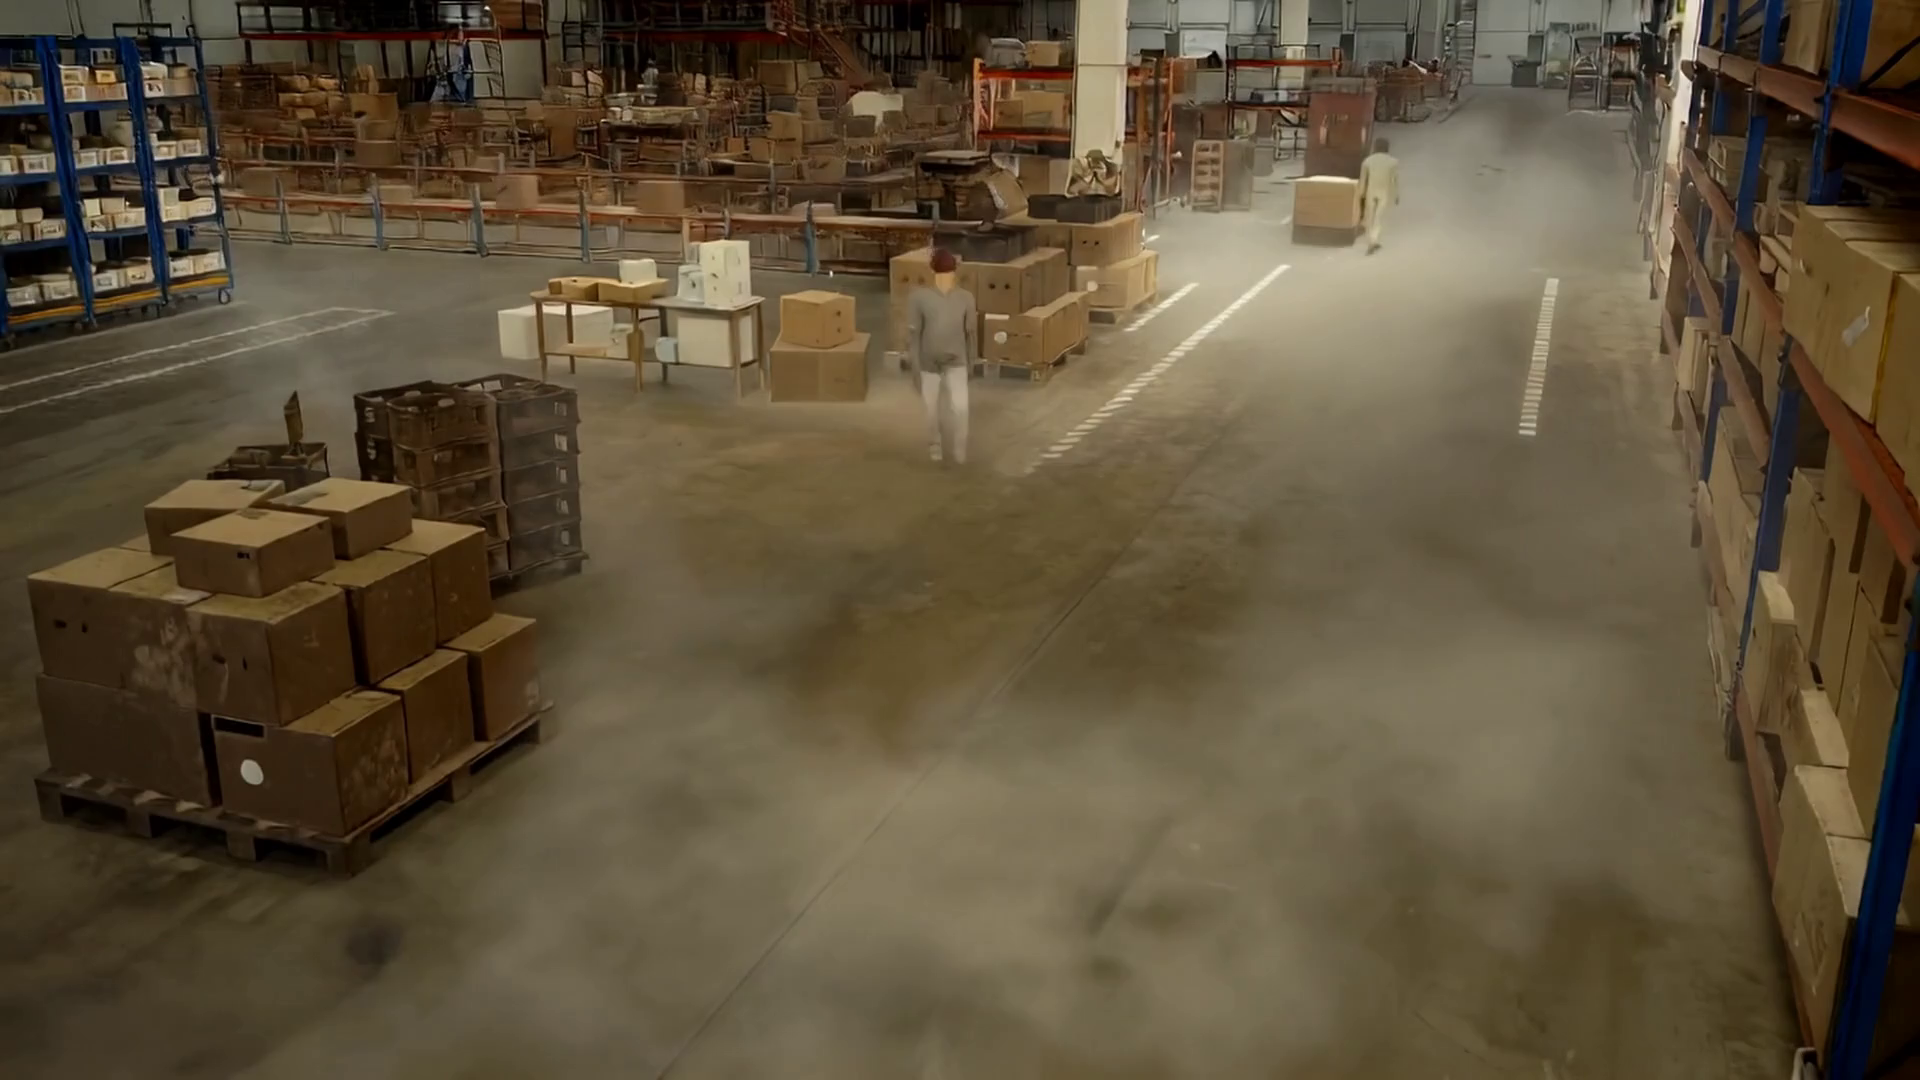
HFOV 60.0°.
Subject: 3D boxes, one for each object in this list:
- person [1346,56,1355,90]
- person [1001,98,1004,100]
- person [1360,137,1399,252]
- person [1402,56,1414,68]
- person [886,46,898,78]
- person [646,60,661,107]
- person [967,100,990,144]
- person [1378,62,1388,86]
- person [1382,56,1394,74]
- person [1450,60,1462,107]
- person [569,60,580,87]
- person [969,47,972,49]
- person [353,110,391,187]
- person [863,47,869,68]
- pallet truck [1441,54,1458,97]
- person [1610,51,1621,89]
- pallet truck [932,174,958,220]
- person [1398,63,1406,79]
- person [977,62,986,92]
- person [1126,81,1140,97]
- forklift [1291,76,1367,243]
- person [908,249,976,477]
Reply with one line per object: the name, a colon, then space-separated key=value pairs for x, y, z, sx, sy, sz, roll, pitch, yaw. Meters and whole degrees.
person: x=20.025 y=-23.975 z=85.414 sx=0.530 sy=1.692 sz=0.322 roll=-14 pitch=22 yaw=-36
person: x=1.075 y=-11.139 z=45.131 sx=0.525 sy=1.663 sz=0.850 roll=8 pitch=19 yaw=23
person: x=6.963 y=-5.751 z=27.798 sx=0.636 sy=1.916 sz=0.755 roll=12 pitch=21 yaw=33
person: x=21.356 y=-22.199 z=79.593 sx=0.621 sy=1.845 sz=0.429 roll=-3 pitch=18 yaw=-10
person: x=-4.171 y=-29.158 z=101.256 sx=0.769 sy=1.965 sz=0.613 roll=5 pitch=18 yaw=16
person: x=-12.372 y=-18.324 z=67.106 sx=0.605 sy=2.034 sz=0.397 roll=-10 pitch=20 yaw=-29
person: x=0.530 y=-10.097 z=41.632 sx=0.617 sy=1.796 sz=0.839 roll=7 pitch=19 yaw=20
person: x=19.219 y=-20.787 z=75.387 sx=0.489 sy=1.693 sz=0.913 roll=-12 pitch=21 yaw=-33
person: x=19.668 y=-21.246 z=76.440 sx=0.372 sy=1.940 sz=0.632 roll=-16 pitch=23 yaw=-40
person: x=20.955 y=-19.279 z=70.265 sx=0.379 sy=1.937 sz=0.629 roll=-1 pitch=18 yaw=-2
person: x=-16.805 y=-19.995 z=72.597 sx=0.355 sy=1.885 sz=0.576 roll=11 pitch=21 yaw=32
person: x=0.567 y=-27.525 z=96.175 sx=0.369 sy=1.933 sz=0.551 roll=13 pitch=22 yaw=35
person: x=-13.634 y=-9.023 z=38.364 sx=0.804 sy=1.736 sz=0.531 roll=-5 pitch=18 yaw=-14
person: x=-5.705 y=-28.743 z=100.166 sx=0.430 sy=1.838 sz=0.619 roll=7 pitch=19 yaw=22
pallet truck: x=22.765 y=-21.886 z=78.355 sx=0.823 sy=1.965 sz=1.885 roll=-4 pitch=18 yaw=-14
person: x=33.523 y=-24.008 z=85.112 sx=0.545 sy=1.943 sz=0.347 roll=3 pitch=18 yaw=8
pallet truck: x=-0.507 y=-5.292 z=27.348 sx=0.653 sy=1.274 sz=1.630 roll=6 pitch=19 yaw=19
person: x=18.165 y=-18.659 z=68.463 sx=0.418 sy=1.855 sz=0.527 roll=-4 pitch=18 yaw=-12
person: x=0.811 y=-17.935 z=65.947 sx=0.396 sy=1.992 sz=0.623 roll=-2 pitch=18 yaw=-7
person: x=6.330 y=-16.778 z=62.236 sx=0.686 sy=2.000 sz=0.990 roll=-13 pitch=22 yaw=-35
forklift: x=6.598 y=-6.755 z=29.381 sx=1.129 sy=2.768 sz=1.873 roll=6 pitch=19 yaw=19
person: x=-0.137 y=-1.503 z=14.353 sx=0.617 sy=1.972 sz=0.710 roll=-3 pitch=18 yaw=-8
